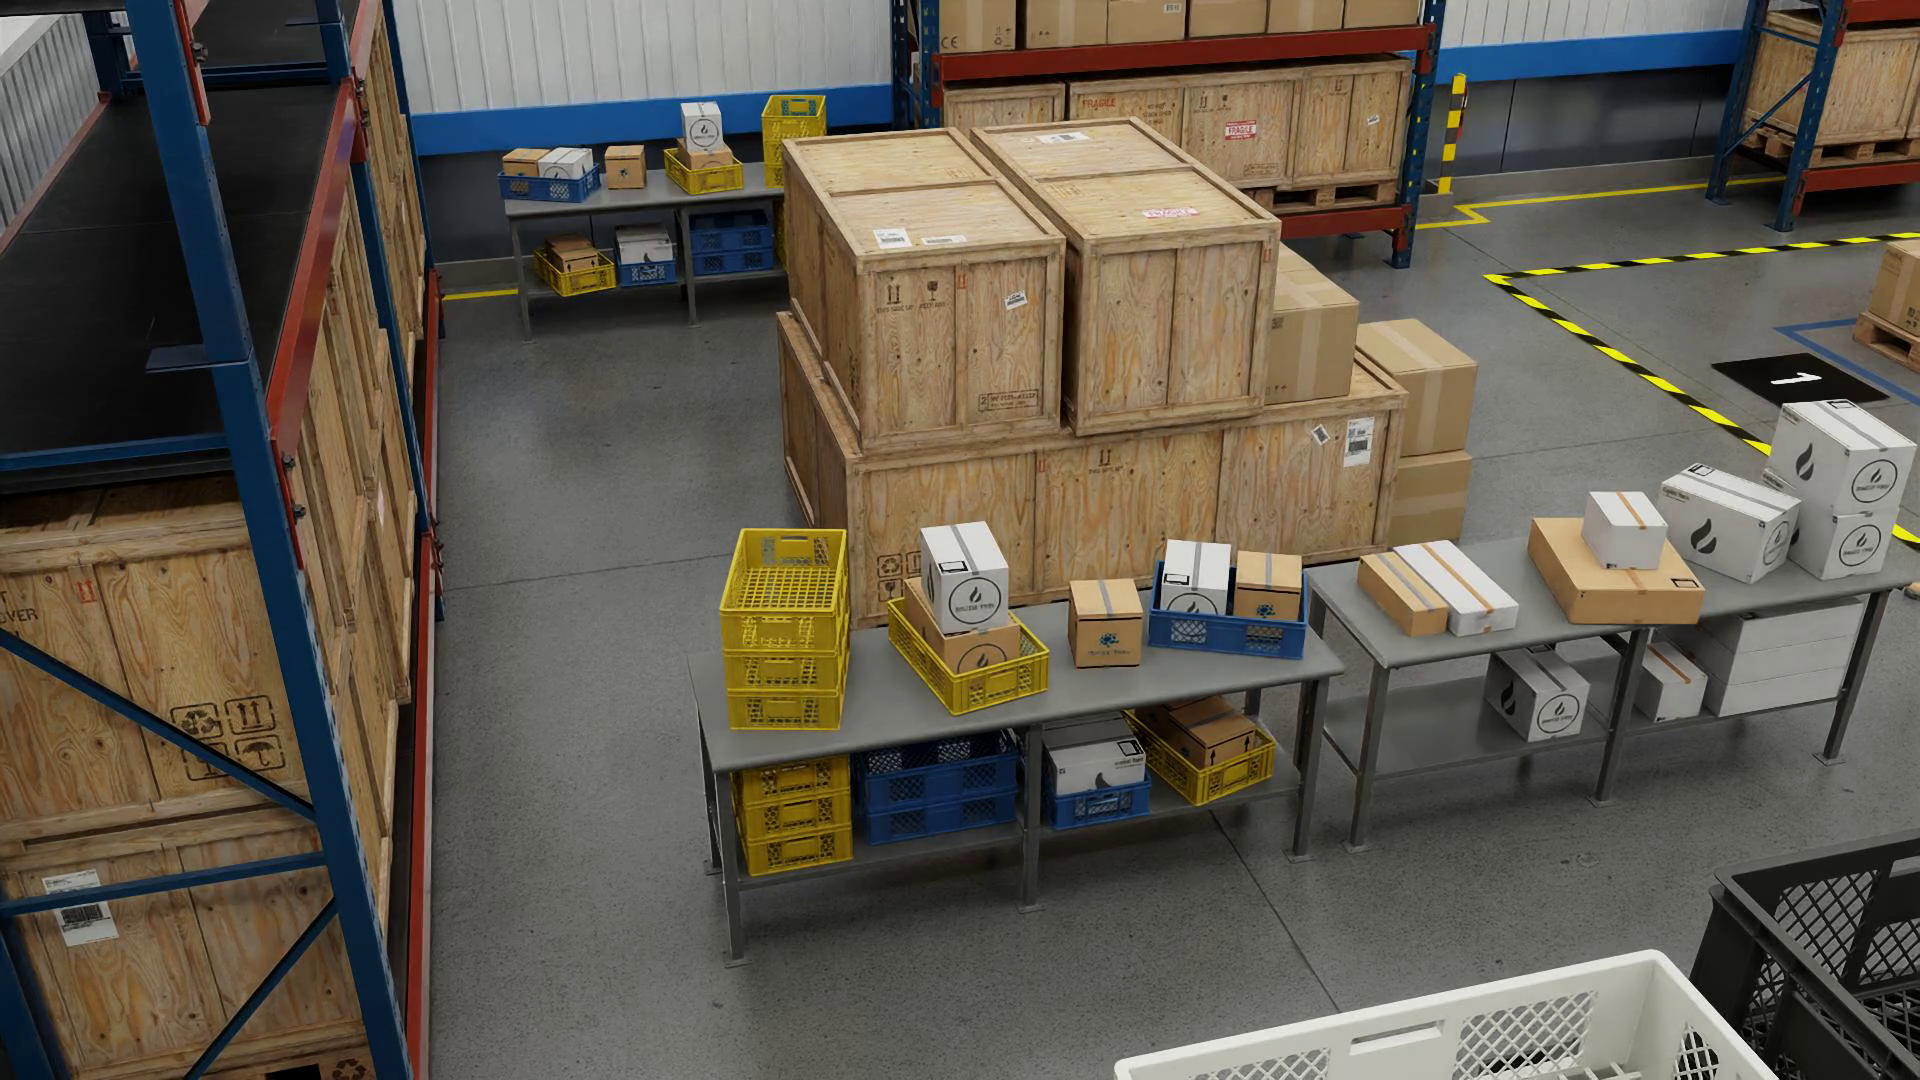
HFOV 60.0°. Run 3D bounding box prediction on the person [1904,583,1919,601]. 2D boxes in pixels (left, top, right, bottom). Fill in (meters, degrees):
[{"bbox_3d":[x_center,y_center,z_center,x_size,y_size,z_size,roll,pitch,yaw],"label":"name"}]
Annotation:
[{"bbox_3d":[5.177,-0.488,8.177,0.388,2.033,0.605,0,29,0],"label":"person"}]
